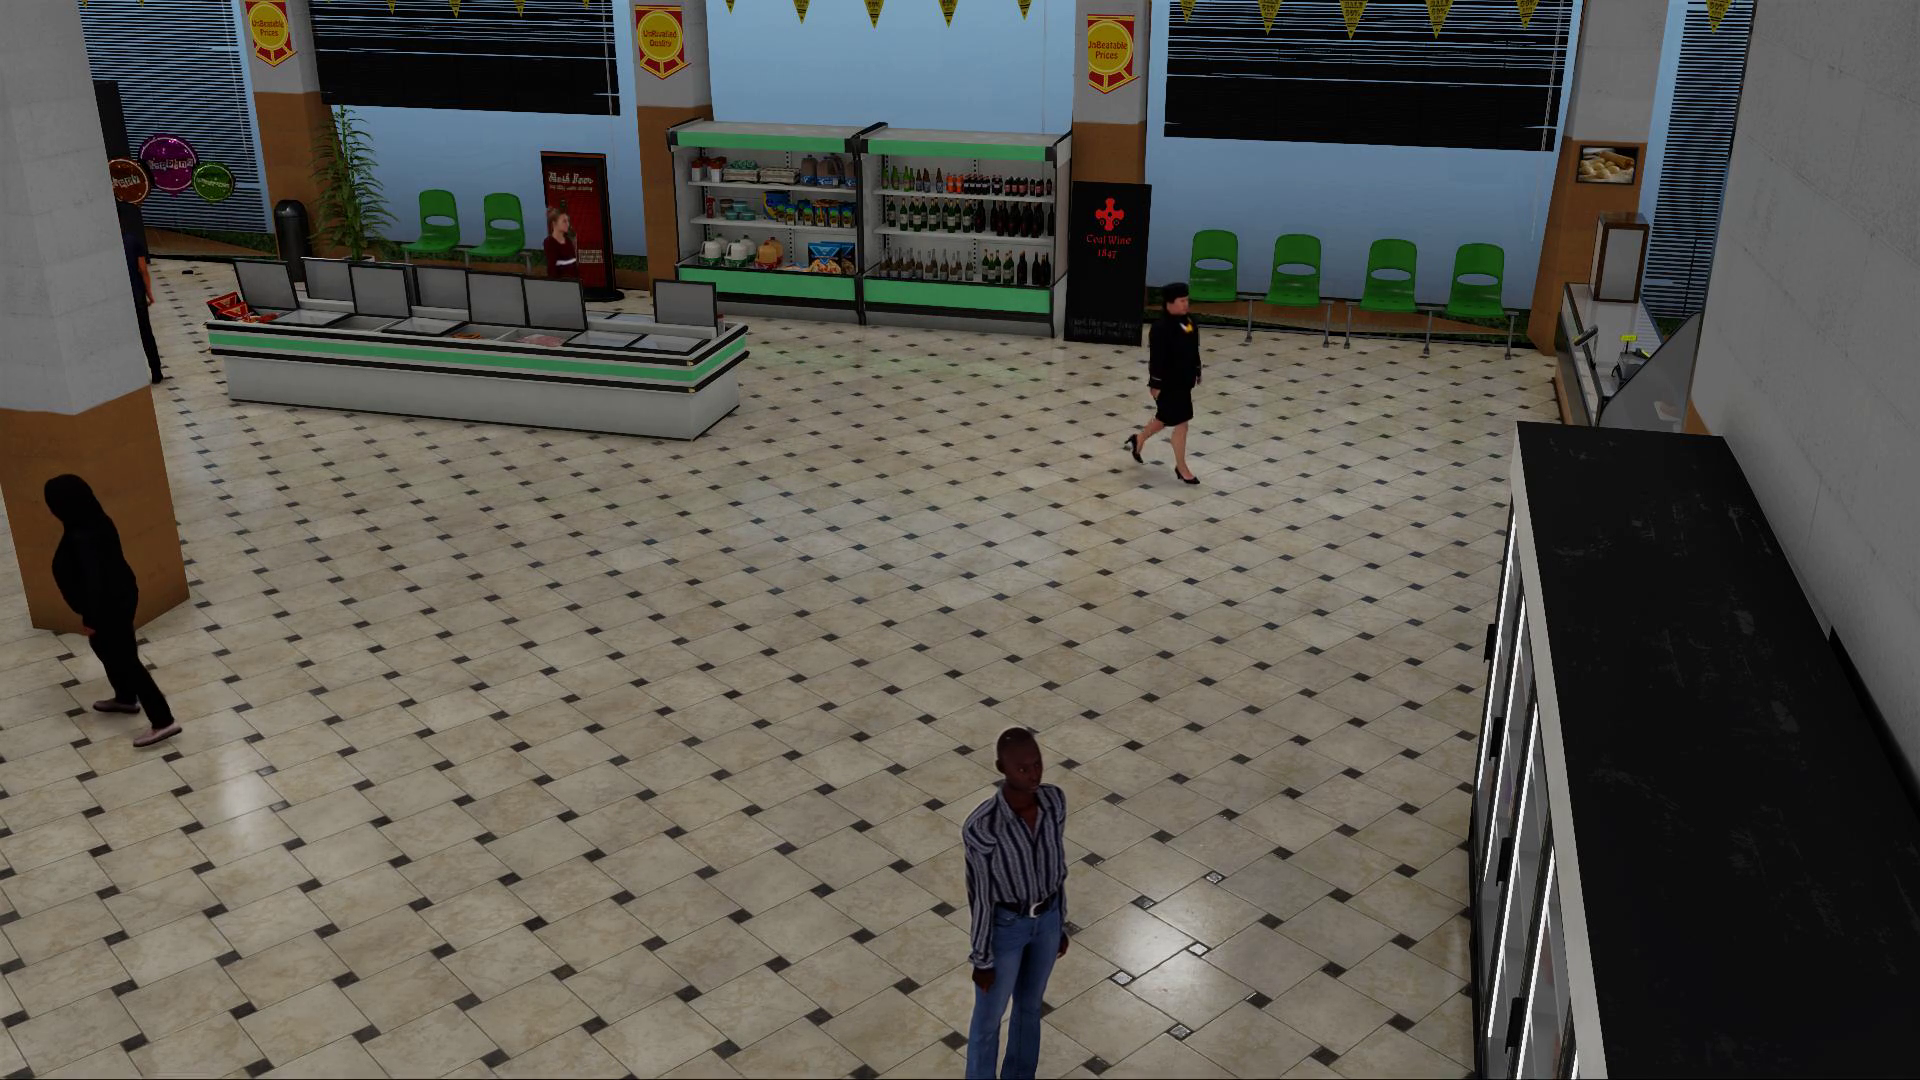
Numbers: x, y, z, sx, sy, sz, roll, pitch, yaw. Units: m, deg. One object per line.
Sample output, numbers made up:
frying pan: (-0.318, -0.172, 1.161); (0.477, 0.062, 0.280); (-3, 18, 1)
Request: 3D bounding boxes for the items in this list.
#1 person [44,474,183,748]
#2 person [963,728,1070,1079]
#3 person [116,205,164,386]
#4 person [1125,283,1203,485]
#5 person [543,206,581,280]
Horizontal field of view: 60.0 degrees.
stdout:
person: (-4.926, 0.372, 9.604); (1.023, 1.589, 0.982); (-10, 24, -23)
person: (0.214, 1.529, 6.447); (0.718, 1.795, 0.740); (-17, 27, -36)
person: (-8.109, -2.380, 16.178); (0.714, 1.793, 0.741); (-16, 27, -34)
person: (1.694, -1.302, 13.695); (1.147, 1.644, 0.959); (17, 28, 36)
person: (-3.984, -2.452, 16.491); (0.639, 1.693, 0.622); (6, 23, 15)
